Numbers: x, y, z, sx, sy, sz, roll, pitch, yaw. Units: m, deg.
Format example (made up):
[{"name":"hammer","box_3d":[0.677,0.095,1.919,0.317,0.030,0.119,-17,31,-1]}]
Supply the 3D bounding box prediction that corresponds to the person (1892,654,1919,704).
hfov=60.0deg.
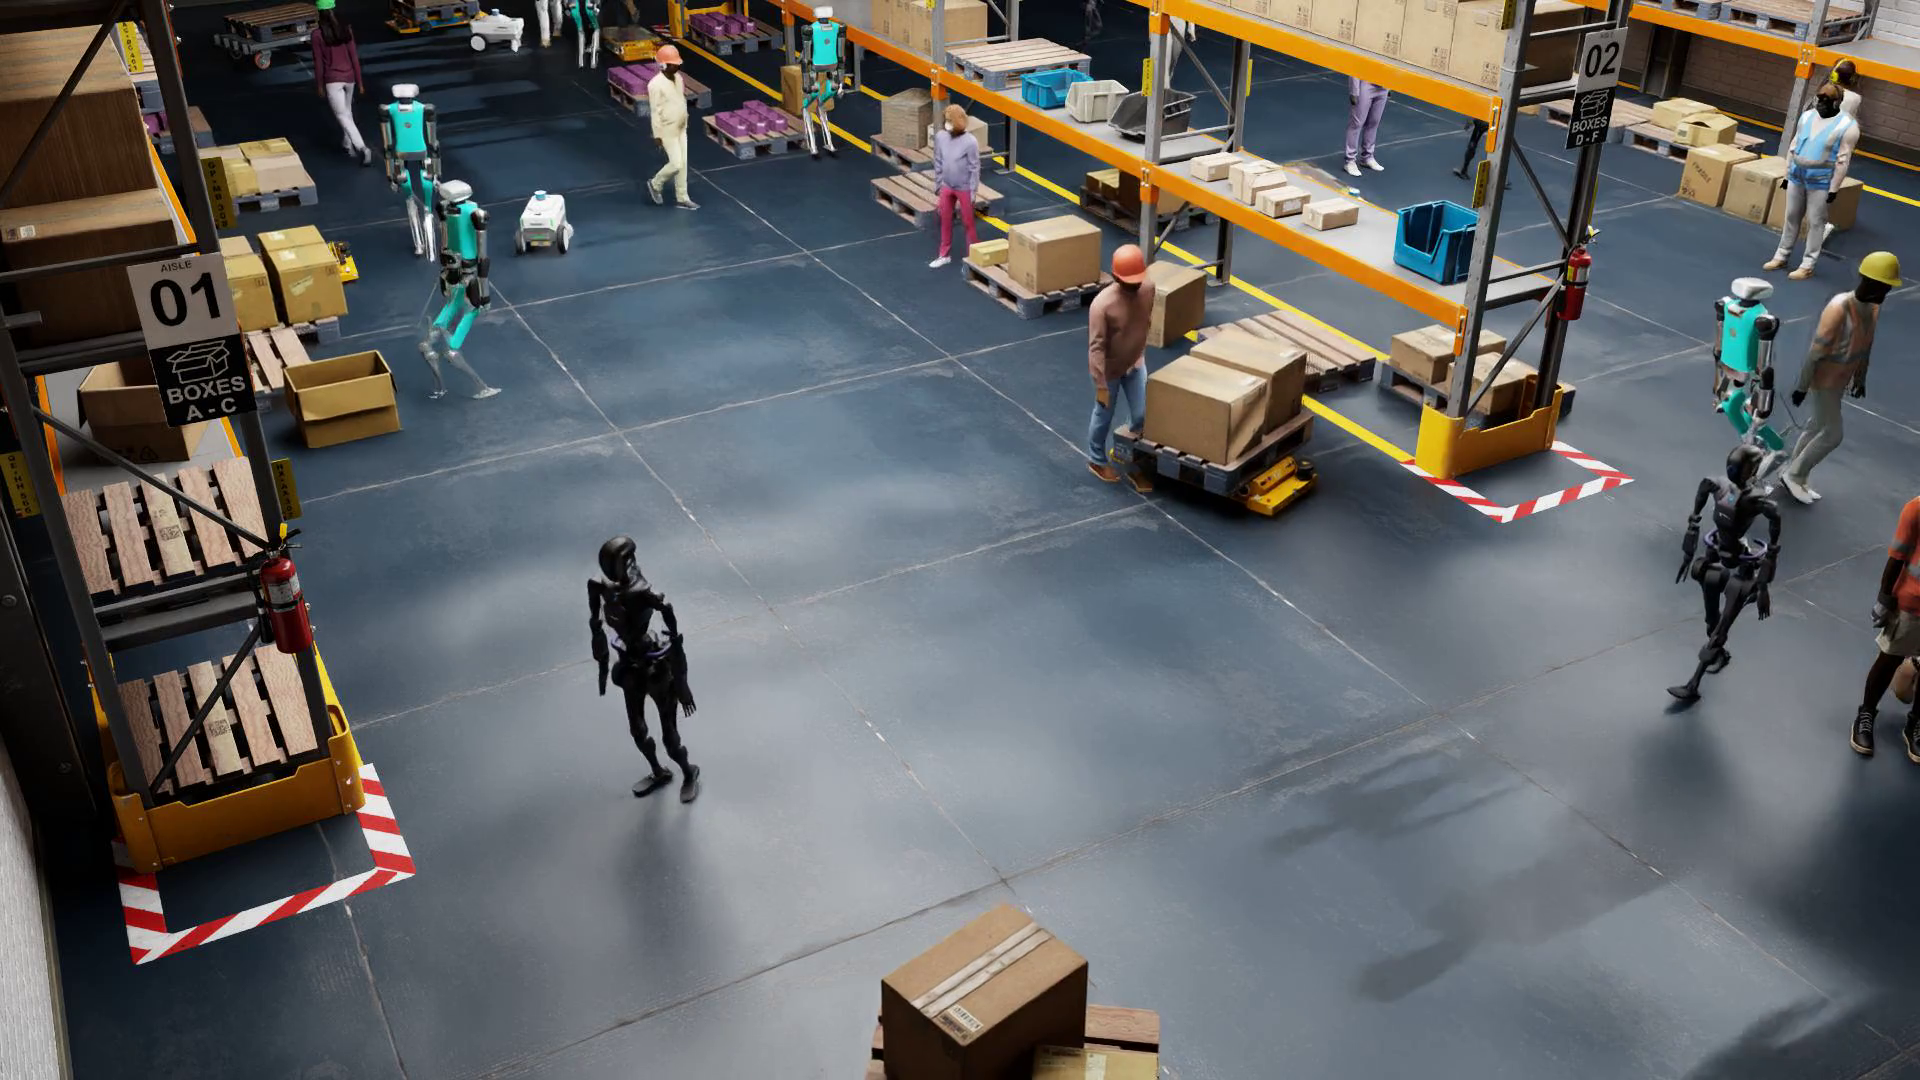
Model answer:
[{"name":"person","box_3d":[5.790,0.219,9.429,0.570,1.871,0.521,10,31,17]}]

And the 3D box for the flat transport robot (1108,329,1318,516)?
[{"name":"flat transport robot","box_3d":[1.882,-0.586,12.429,1.431,0.231,0.659,22,37,34]}]

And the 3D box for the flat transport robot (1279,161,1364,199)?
[{"name":"flat transport robot","box_3d":[3.756,-3.803,18.029,0.659,0.231,1.431,-9,31,-16]}]

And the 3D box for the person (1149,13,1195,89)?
[{"name":"person","box_3d":[2.694,-6.574,21.262,0.568,1.855,0.938,-2,30,-4]}]

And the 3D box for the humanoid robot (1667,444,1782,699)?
[{"name":"humanoid robot","box_3d":[4.521,0.168,9.751,0.747,1.613,0.598,-20,36,-31]}]

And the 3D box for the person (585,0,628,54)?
[{"name":"person","box_3d":[-5.052,-7.858,23.557,0.571,1.795,0.967,11,32,18]}]

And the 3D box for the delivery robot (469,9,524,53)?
[{"name":"delivery robot","box_3d":[-6.651,-7.279,23.814,0.785,0.614,0.514,1,30,3]}]

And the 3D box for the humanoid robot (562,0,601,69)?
[{"name":"humanoid robot","box_3d":[-5.134,-7.330,22.717,0.546,1.812,0.719,1,30,1]}]

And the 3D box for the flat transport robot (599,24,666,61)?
[{"name":"flat transport robot","box_3d":[-4.742,-7.138,23.835,0.659,0.231,1.431,-15,33,-25]}]

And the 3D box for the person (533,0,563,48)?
[{"name":"person","box_3d":[-6.010,-8.093,23.984,0.643,1.786,0.948,-2,30,-3]}]

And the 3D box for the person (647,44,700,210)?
[{"name":"person","box_3d":[-3.040,-4.323,17.452,0.467,1.737,0.580,12,32,20]}]

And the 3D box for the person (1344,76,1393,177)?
[{"name":"person","box_3d":[4.596,-5.040,18.541,0.641,1.908,0.414,-19,35,-29]}]

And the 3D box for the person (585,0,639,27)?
[{"name":"person","box_3d":[-5.292,-8.614,24.969,0.576,1.711,0.847,21,36,32]}]

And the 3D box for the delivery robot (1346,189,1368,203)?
[{"name":"delivery robot","box_3d":[3.946,-3.212,16.726,0.499,0.606,0.808,-10,31,-17]}]

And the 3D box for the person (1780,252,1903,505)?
[{"name":"person","box_3d":[6.198,-1.132,11.741,0.621,1.903,0.466,-20,36,-31]}]

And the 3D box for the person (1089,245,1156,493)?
[{"name":"person","box_3d":[1.143,-1.225,11.869,0.643,1.935,0.731,-18,35,-29]}]

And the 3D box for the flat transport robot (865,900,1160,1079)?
[{"name":"flat transport robot","box_3d":[0.198,2.556,6.959,0.659,0.231,1.431,4,30,7]}]

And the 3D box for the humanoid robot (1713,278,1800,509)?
[{"name":"humanoid robot","box_3d":[5.640,-0.957,11.715,0.826,1.880,0.549,-7,31,-12]}]

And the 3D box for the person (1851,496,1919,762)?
[{"name":"person","box_3d":[5.347,0.347,9.117,0.605,1.958,0.374,8,31,13]}]

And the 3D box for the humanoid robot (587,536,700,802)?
[{"name":"humanoid robot","box_3d":[-1.649,0.677,8.819,0.606,1.640,0.386,12,32,19]}]

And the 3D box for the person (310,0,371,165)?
[{"name":"person","box_3d":[-7.027,-5.235,18.878,0.499,1.912,0.919,-26,39,-37]}]

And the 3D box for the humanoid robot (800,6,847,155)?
[{"name":"humanoid robot","box_3d":[-1.618,-5.286,19.003,0.533,1.677,0.735,-12,32,-21]}]

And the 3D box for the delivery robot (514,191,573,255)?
[{"name":"delivery robot","box_3d":[-4.167,-3.189,16.675,0.523,0.596,0.767,-2,30,-3]}]

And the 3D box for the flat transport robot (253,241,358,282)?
[{"name":"flat transport robot","box_3d":[-6.538,-2.568,15.880,1.431,0.231,0.659,-12,32,-21]}]

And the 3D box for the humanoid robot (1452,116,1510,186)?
[{"name":"humanoid robot","box_3d":[5.808,-4.703,18.239,0.612,1.613,0.767,-18,35,-29]}]

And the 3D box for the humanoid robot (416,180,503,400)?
[{"name":"humanoid robot","box_3d":[-4.100,-1.917,13.294,0.531,1.795,0.796,19,35,30]}]

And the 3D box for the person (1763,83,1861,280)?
[{"name":"person","box_3d":[8.067,-3.401,15.764,0.430,1.838,0.628,-14,33,-23]}]

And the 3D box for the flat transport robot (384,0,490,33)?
[{"name":"flat transport robot","box_3d":[-7.894,-7.891,25.146,1.431,0.231,0.659,-20,36,-31]}]

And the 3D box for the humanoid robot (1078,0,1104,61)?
[{"name":"humanoid robot","box_3d":[1.817,-7.502,23.048,0.335,1.647,0.601,8,31,13]}]

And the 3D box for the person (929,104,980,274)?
[{"name":"person","box_3d":[-0.032,-3.354,15.880,0.502,1.629,0.291,20,35,31]}]

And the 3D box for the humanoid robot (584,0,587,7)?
[{"name":"humanoid robot","box_3d":[-6.037,-9.255,26.105,0.589,1.651,0.337,5,30,8]}]

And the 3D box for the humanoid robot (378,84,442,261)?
[{"name":"humanoid robot","box_3d":[-5.291,-3.590,16.223,0.566,1.817,0.735,-7,31,-11]}]

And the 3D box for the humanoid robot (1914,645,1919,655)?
[{"name":"humanoid robot","box_3d":[6.117,0.013,9.978,0.597,1.656,0.375,-3,30,-5]}]

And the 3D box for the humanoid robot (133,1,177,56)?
[{"name":"humanoid robot","box_3d":[-10.605,-6.711,21.748,0.592,1.633,0.782,-24,38,-35]}]

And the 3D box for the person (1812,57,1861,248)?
[{"name":"person","box_3d":[8.606,-3.819,16.491,0.506,1.844,0.762,-7,31,-12]}]
